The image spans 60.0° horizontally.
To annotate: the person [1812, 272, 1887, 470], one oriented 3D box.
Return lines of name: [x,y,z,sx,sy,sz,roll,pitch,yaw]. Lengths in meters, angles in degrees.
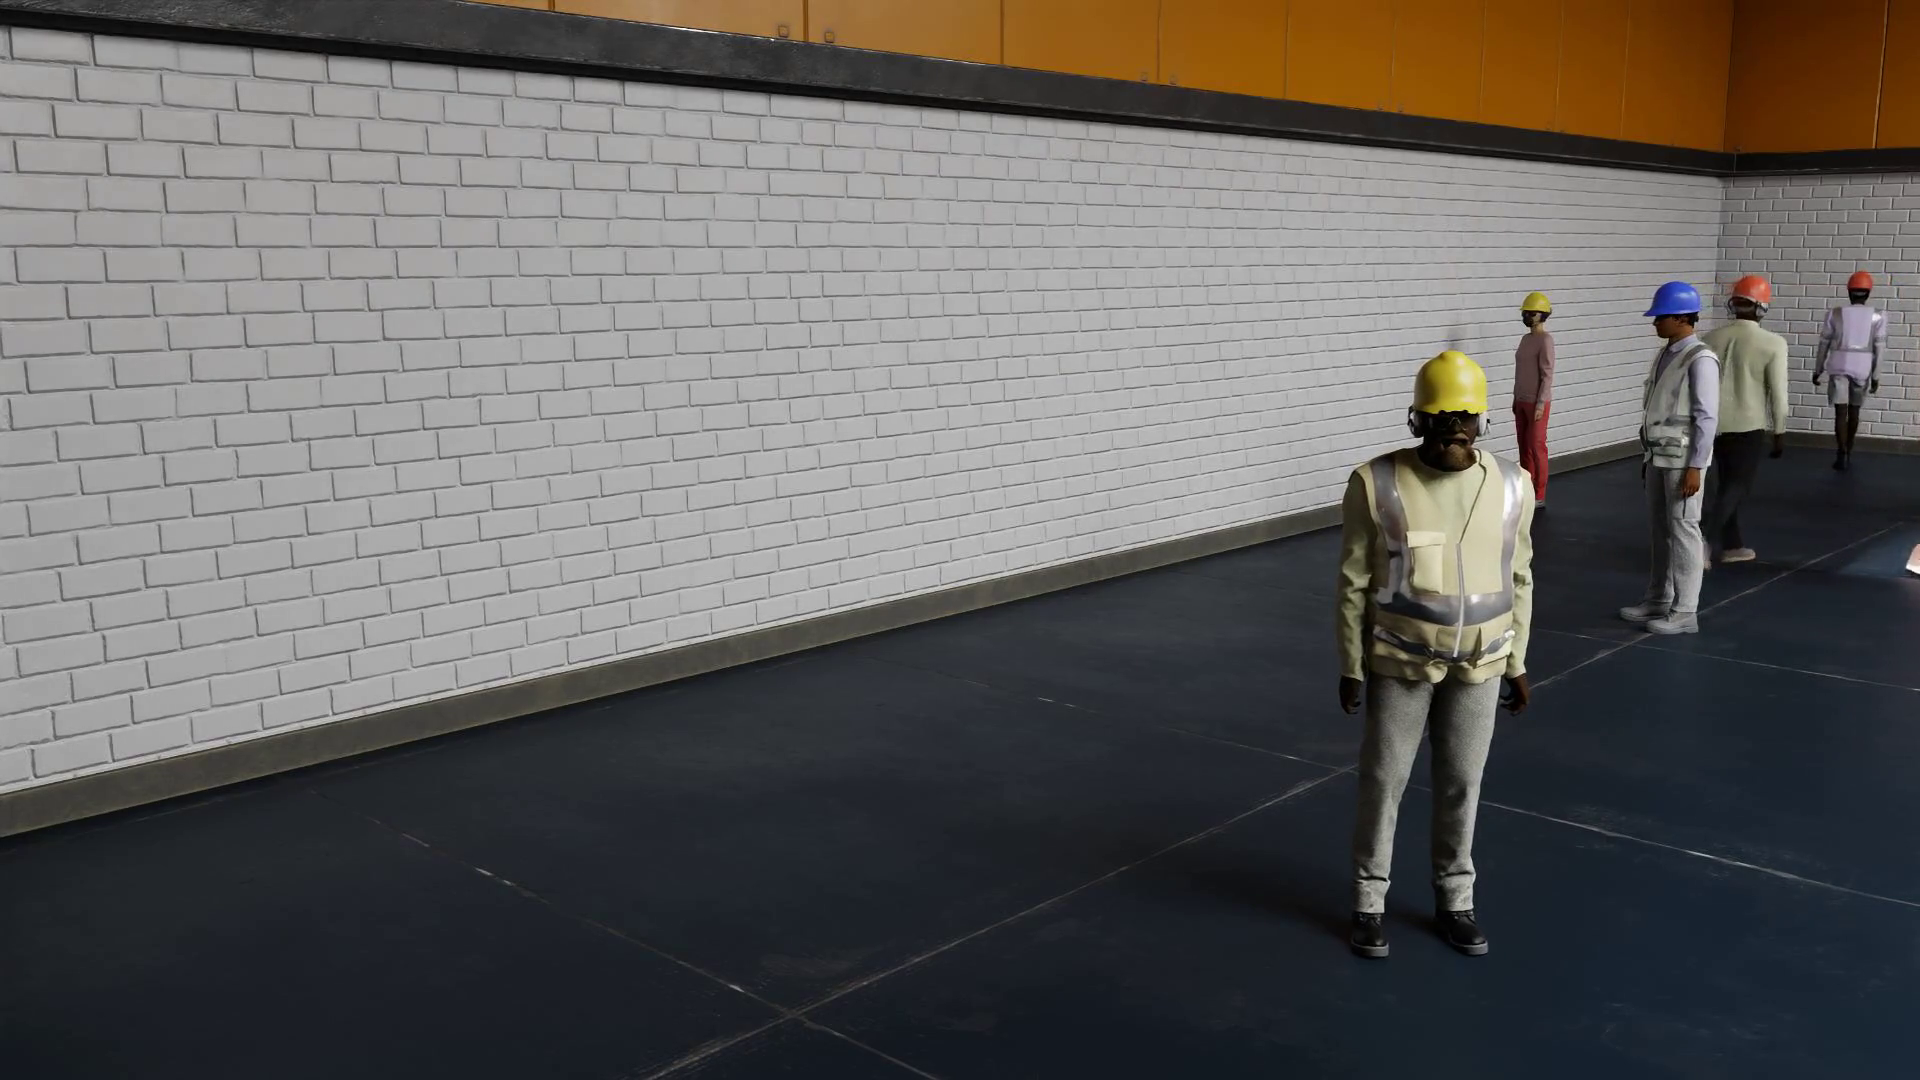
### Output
person: [8.664,-1.657,16.234,0.571,1.883,0.980,3,11,18]

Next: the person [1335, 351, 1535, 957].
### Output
person: [1.424,0.351,4.977,0.598,1.830,0.403,0,10,-2]

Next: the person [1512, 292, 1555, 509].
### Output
person: [4.663,-1.131,13.597,0.303,1.772,0.525,-1,10,-6]

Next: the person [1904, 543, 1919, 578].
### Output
person: [6.369,-0.584,10.246,0.659,1.860,0.980,-8,13,-39]

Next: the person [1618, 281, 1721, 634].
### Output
person: [3.950,-0.453,9.230,0.407,1.942,0.615,0,10,-2]

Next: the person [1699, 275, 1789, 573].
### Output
person: [5.094,-0.763,10.985,0.940,1.963,0.635,-7,12,-34]
